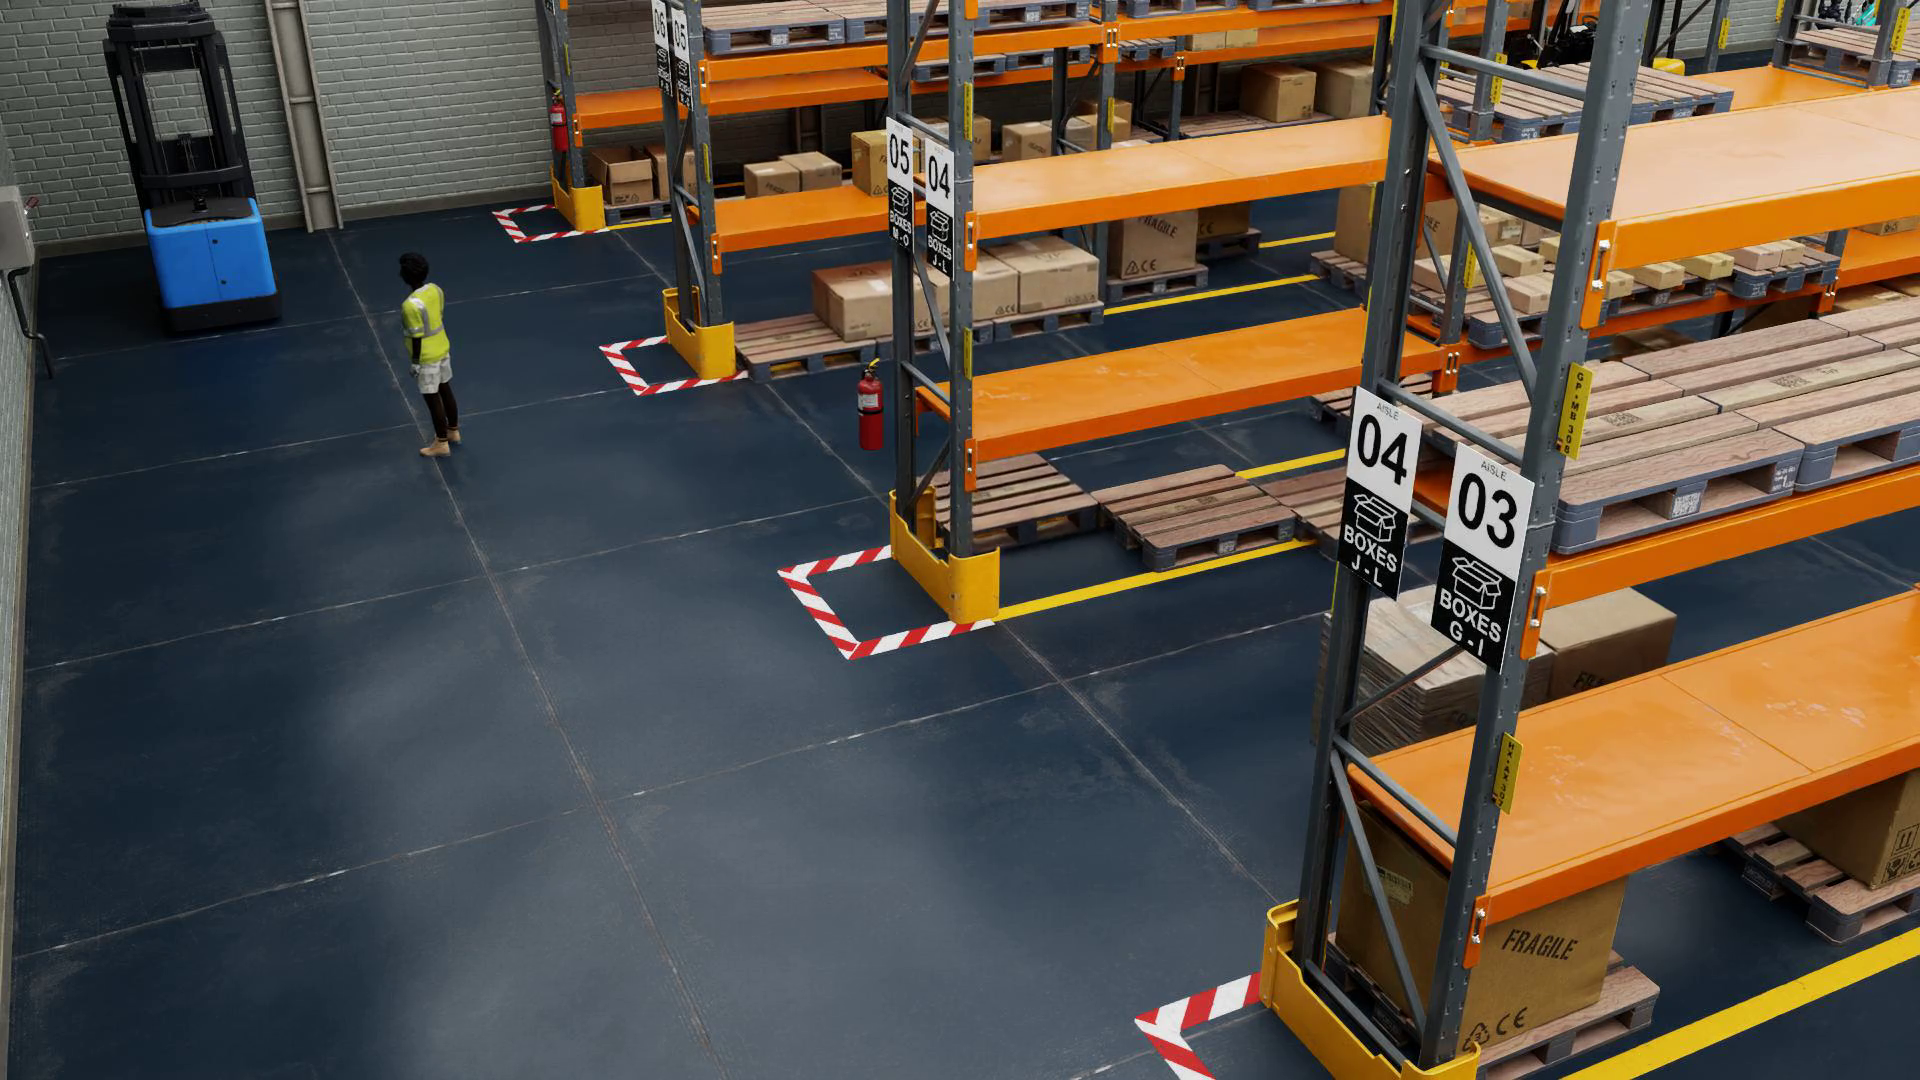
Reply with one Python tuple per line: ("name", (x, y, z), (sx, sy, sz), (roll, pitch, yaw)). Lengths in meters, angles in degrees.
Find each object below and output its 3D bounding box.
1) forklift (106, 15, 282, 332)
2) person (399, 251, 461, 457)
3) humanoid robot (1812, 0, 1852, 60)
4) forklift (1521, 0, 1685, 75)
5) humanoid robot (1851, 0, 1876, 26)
("forklift", (-7.548, -3.672, 16.323), (1.129, 2.768, 1.873), (-12, 30, -22))
("person", (-4.297, -1.499, 13.420), (0.315, 1.695, 0.539), (3, 28, 6))
("humanoid robot", (13.865, -8.303, 26.458), (0.315, 1.657, 0.599), (-12, 30, -22))
("forklift", (8.950, -6.807, 23.056), (1.214, 2.155, 2.313), (-12, 30, -22))
("humanoid robot", (14.727, -8.647, 26.923), (0.735, 1.677, 0.533), (-12, 30, -22))
